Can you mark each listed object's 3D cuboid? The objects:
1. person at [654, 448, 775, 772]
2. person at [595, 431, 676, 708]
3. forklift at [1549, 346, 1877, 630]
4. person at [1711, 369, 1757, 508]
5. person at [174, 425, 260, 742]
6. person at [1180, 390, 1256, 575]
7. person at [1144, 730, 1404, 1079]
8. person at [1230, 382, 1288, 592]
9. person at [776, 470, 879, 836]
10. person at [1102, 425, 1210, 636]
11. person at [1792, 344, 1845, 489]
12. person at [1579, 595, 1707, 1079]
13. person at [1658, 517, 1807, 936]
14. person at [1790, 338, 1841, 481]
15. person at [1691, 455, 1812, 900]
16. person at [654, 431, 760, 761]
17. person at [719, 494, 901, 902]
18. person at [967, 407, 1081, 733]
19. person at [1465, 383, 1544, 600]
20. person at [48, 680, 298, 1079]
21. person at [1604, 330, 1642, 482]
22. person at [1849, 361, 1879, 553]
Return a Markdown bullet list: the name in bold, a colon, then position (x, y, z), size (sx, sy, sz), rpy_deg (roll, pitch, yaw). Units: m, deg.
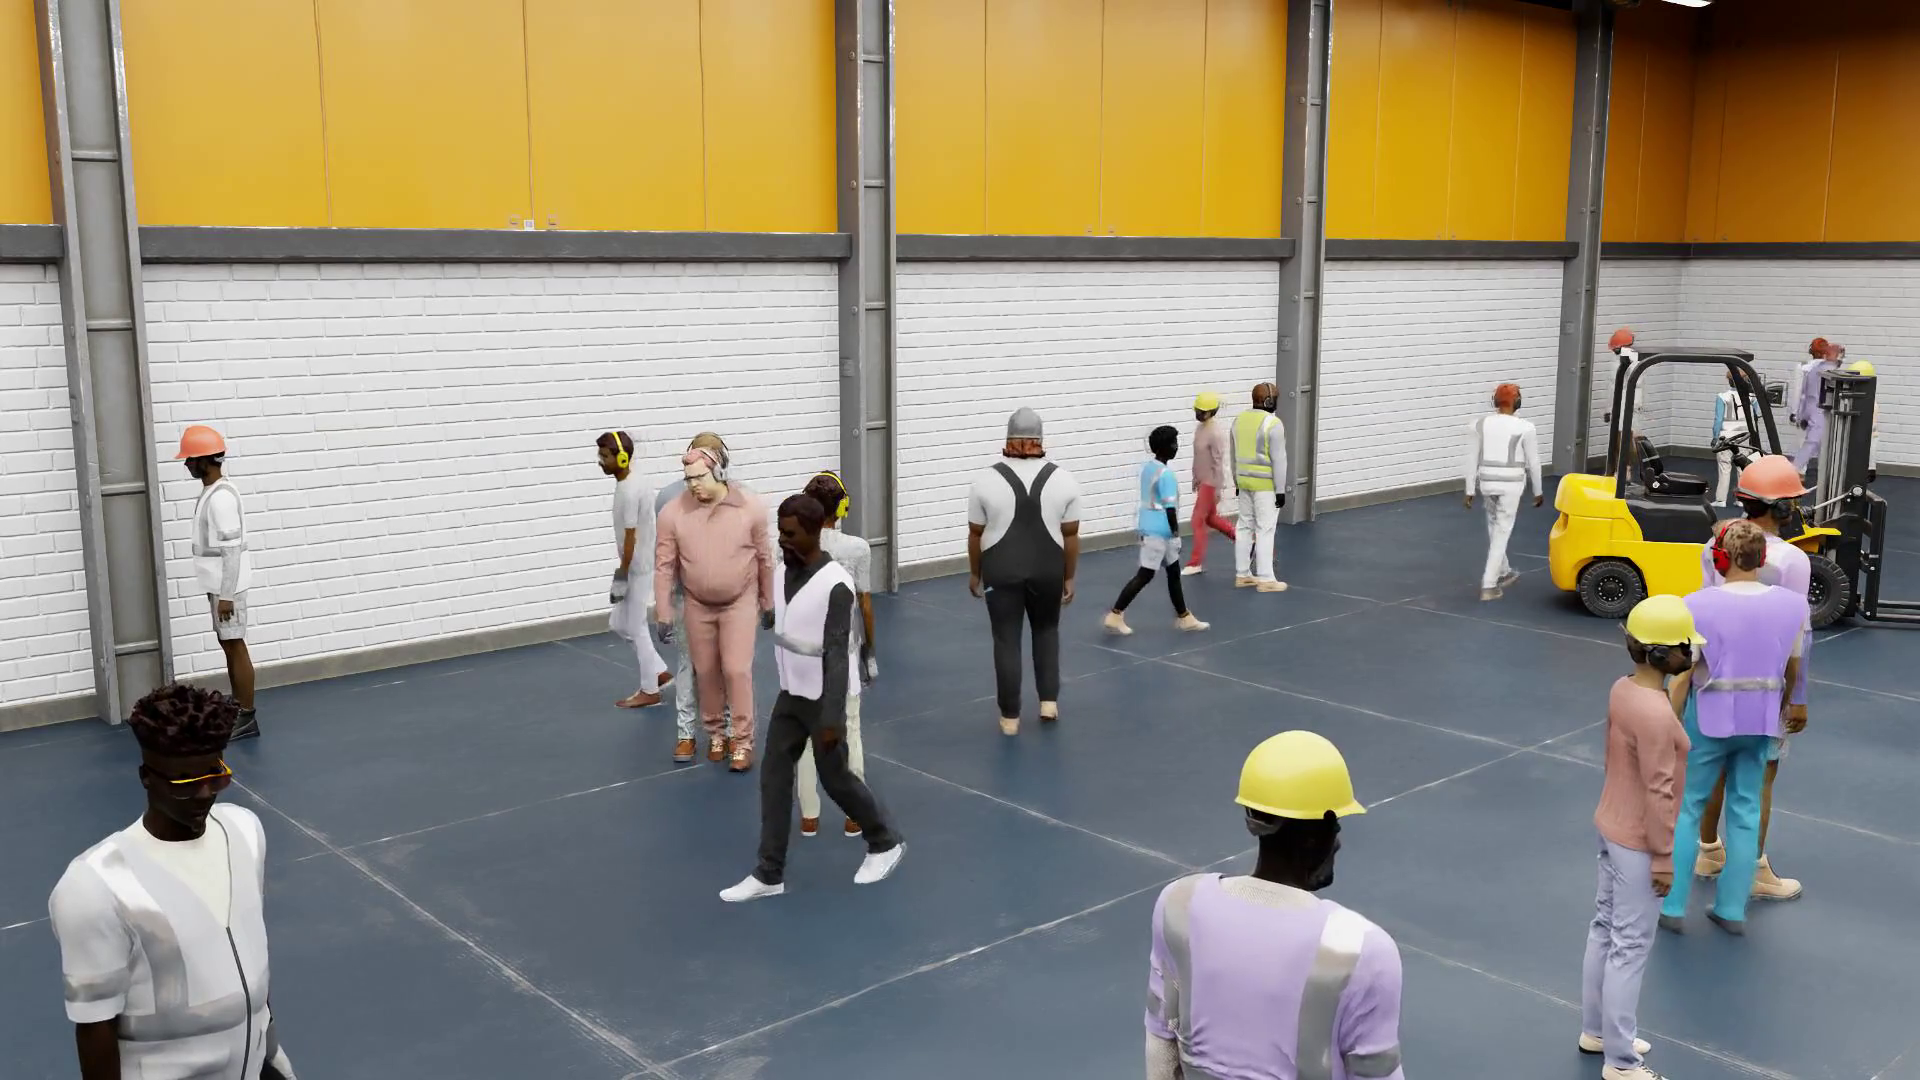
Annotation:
- **person**: position (-1.409, 0.401, 9.533), size (0.673, 1.870, 0.699), rpy_deg (0, 10, 2)
- **person**: position (-2.131, 0.206, 10.749), size (0.417, 1.838, 0.529), rpy_deg (-3, 10, -17)
- **forklift**: position (6.109, -0.478, 13.691), size (2.313, 2.155, 1.214), rpy_deg (3, 10, 16)
- **person**: position (9.040, -1.182, 19.438), size (0.522, 1.637, 0.306), rpy_deg (-1, 10, -6)
- **person**: position (-4.503, 0.266, 10.099), size (0.376, 1.933, 0.544), rpy_deg (-5, 11, -28)
- **person**: position (2.372, -0.531, 15.339), size (0.740, 1.733, 0.541), rpy_deg (-1, 10, -8)
- **person**: position (0.694, 1.365, 3.689), size (0.590, 1.923, 0.383), rpy_deg (7, 12, 37)
- **person**: position (2.657, -0.469, 14.676), size (0.429, 1.839, 0.634), rpy_deg (-6, 11, -31)
- **person**: position (-0.672, 0.579, 8.445), size (0.521, 1.874, 0.328), rpy_deg (1, 10, 6)
- **person**: position (1.512, -0.069, 12.877), size (0.875, 1.655, 0.540), rpy_deg (-1, 10, -7)
- **person**: position (10.847, -1.527, 20.865), size (0.992, 1.840, 0.653), rpy_deg (1, 10, 4)
- **person**: position (2.430, 1.063, 5.917), size (0.318, 1.769, 0.522), rpy_deg (1, 10, 6)
- **person**: position (3.301, 0.816, 7.160), size (0.579, 1.841, 0.453), rpy_deg (0, 10, -1)
- **person**: position (11.169, -1.698, 21.745), size (0.572, 1.883, 0.356), rpy_deg (2, 10, 10)
- **person**: position (3.660, 0.627, 7.649), size (0.369, 2.048, 0.607), rpy_deg (-3, 10, -18)
- **person**: position (-1.463, 0.328, 9.720), size (0.631, 1.939, 0.372), rpy_deg (-1, 10, -8)
- **person**: position (-0.652, 0.712, 7.662), size (0.890, 1.883, 0.616), rpy_deg (-7, 12, -36)
- **person**: position (0.377, 0.166, 10.368), size (0.686, 2.000, 0.613), rpy_deg (-1, 10, -5)
- **person**: position (4.780, -0.440, 14.459), size (0.924, 1.844, 0.586), rpy_deg (-9, 13, -43)
- **person**: position (-1.838, 1.295, 3.988), size (0.373, 1.960, 0.601), rpy_deg (3, 10, 17)
- **person**: position (8.692, -1.745, 21.728), size (0.717, 1.991, 0.402), rpy_deg (-8, 13, -40)
- **person**: position (8.726, -0.787, 16.278), size (0.371, 1.925, 0.595), rpy_deg (-3, 10, -19)
